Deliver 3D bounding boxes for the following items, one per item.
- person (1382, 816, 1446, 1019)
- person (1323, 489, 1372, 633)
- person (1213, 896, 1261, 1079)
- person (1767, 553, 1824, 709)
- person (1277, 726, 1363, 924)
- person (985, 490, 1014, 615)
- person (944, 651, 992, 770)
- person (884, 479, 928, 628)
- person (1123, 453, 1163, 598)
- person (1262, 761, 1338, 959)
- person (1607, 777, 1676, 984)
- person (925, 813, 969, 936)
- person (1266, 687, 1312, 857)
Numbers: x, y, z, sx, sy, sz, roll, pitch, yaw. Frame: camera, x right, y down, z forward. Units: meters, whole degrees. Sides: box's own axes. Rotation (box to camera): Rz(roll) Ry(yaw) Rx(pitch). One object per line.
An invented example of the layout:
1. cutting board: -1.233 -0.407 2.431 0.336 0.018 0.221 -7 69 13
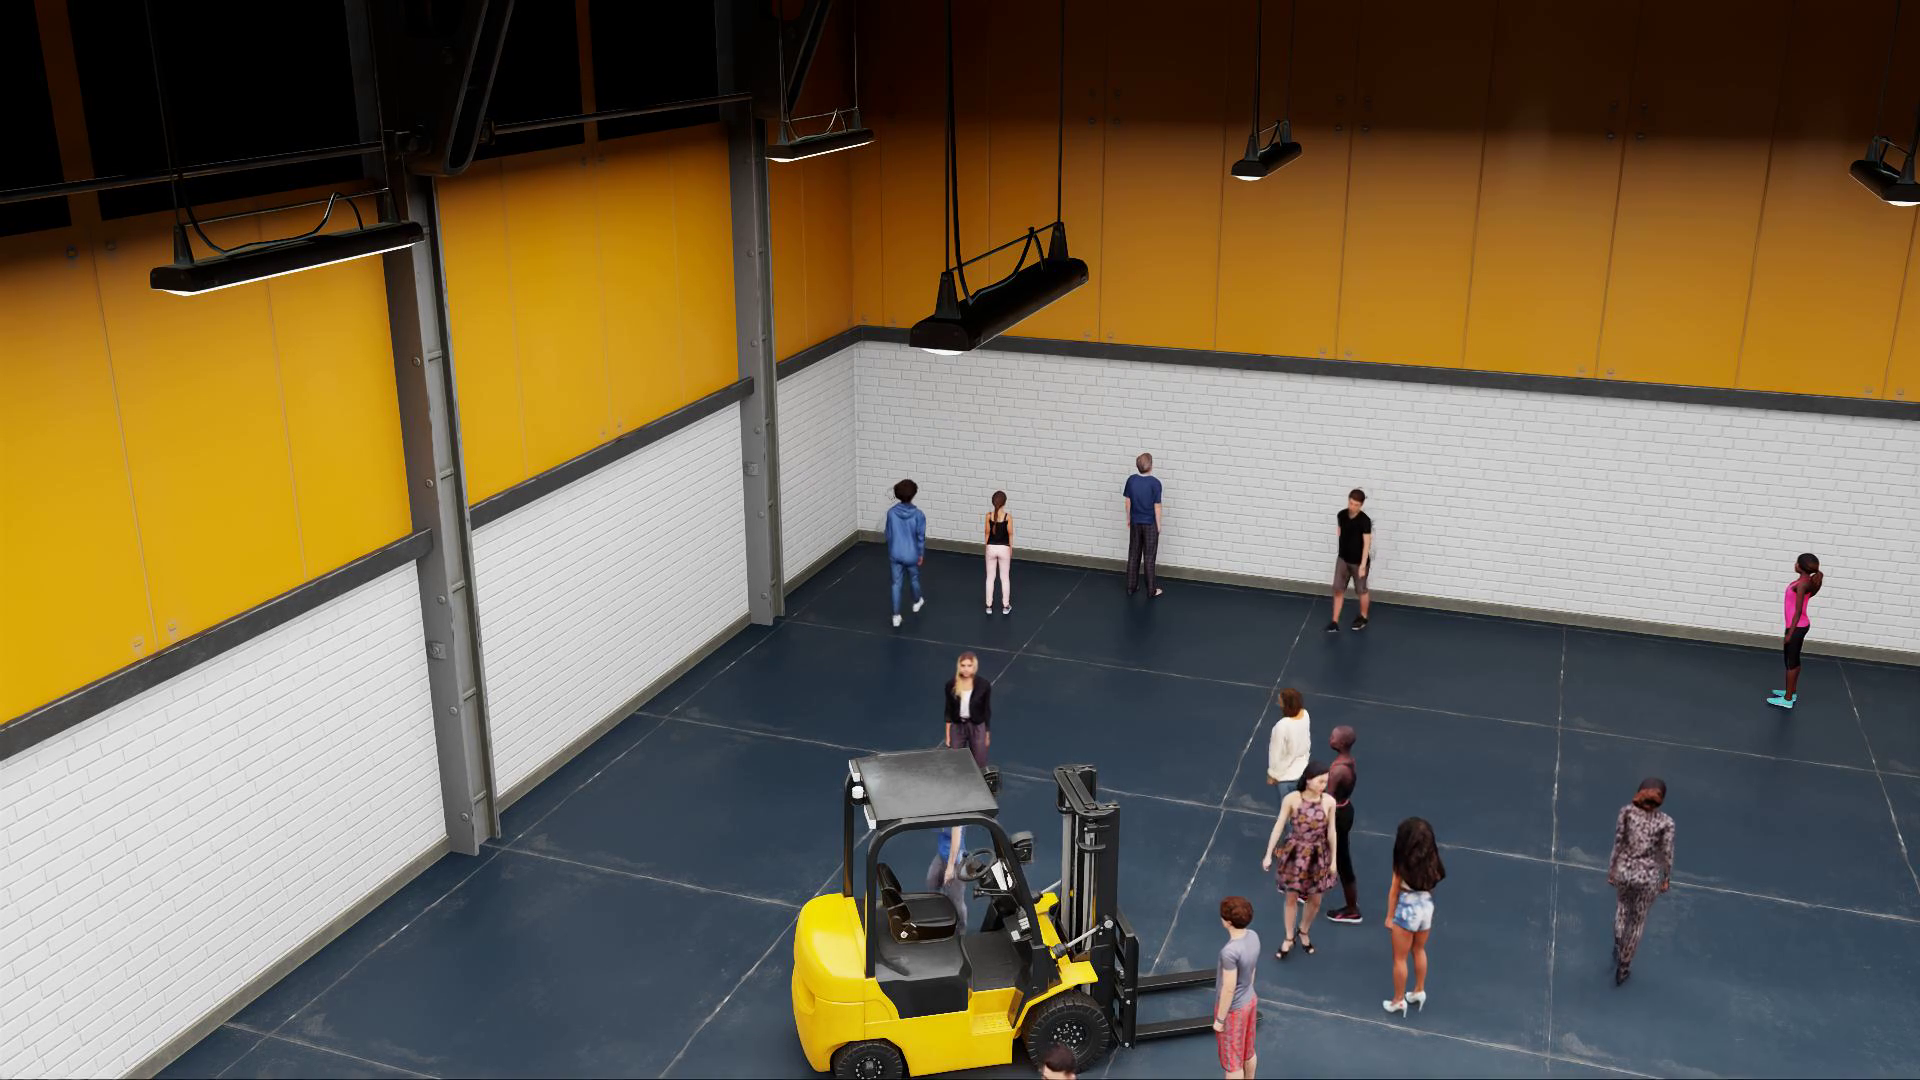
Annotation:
1. person: 3.391 2.830 12.472 0.666 1.621 0.732 -10 21 -28
2. person: 4.756 0.225 19.896 1.165 1.818 0.967 -14 23 -36
3. person: 1.888 3.190 11.358 0.716 1.648 0.557 14 23 36
4. person: 8.997 0.953 17.884 0.691 1.724 0.580 14 23 36
5. person: 3.199 2.363 13.672 0.698 1.739 0.917 7 20 21
6. person: 0.470 0.142 20.546 0.548 1.563 0.563 2 19 6
7. person: 0.079 1.805 15.443 0.640 1.667 0.620 2 19 6
8. person: -0.693 0.188 20.082 0.828 1.771 1.184 3 19 10
9. person: 2.332 -0.202 21.082 0.694 1.872 0.604 11 21 28
10. person: 2.730 2.532 13.129 0.814 1.766 0.739 5 19 16
11. person: 5.221 2.653 12.881 0.679 1.694 0.748 13 22 33
12. person: 0.000 2.555 13.313 0.754 1.604 0.680 -5 19 -14
13. person: 2.968 2.052 14.729 0.693 1.654 0.867 -11 22 -30
